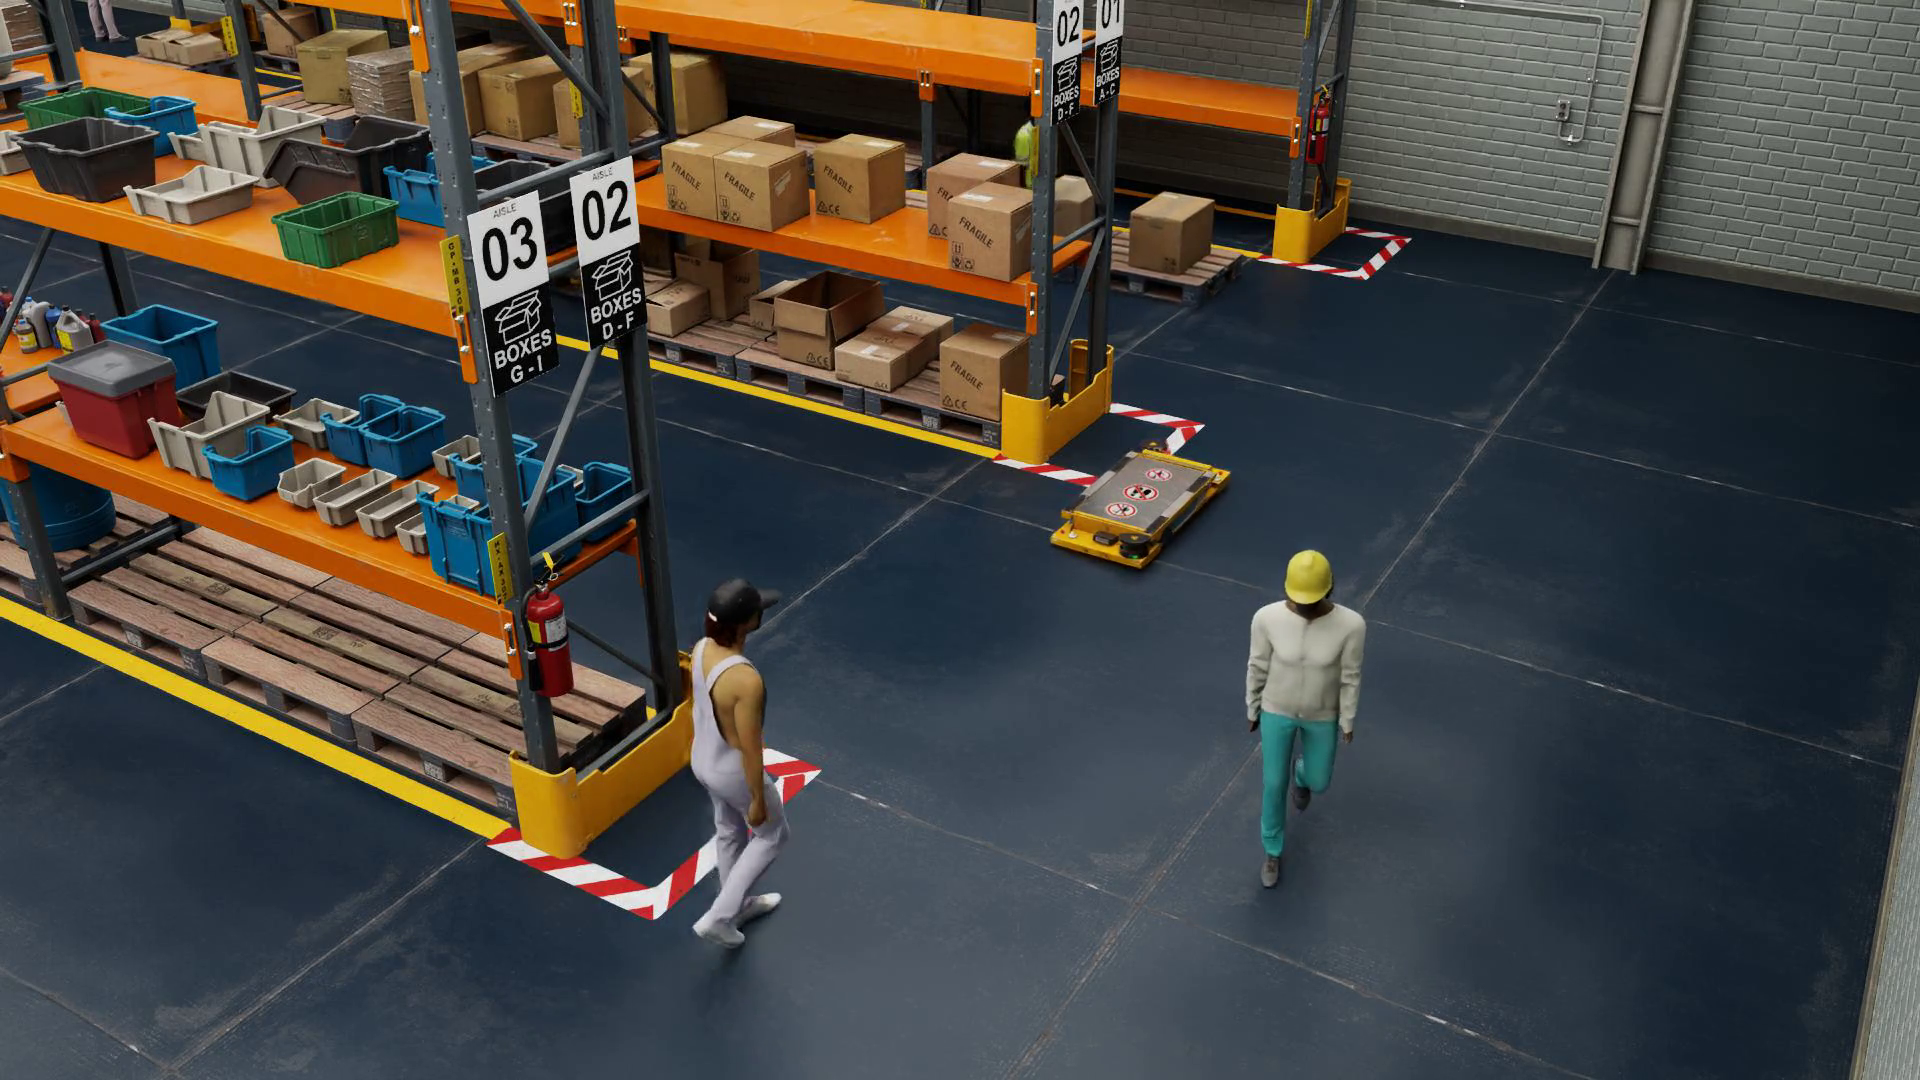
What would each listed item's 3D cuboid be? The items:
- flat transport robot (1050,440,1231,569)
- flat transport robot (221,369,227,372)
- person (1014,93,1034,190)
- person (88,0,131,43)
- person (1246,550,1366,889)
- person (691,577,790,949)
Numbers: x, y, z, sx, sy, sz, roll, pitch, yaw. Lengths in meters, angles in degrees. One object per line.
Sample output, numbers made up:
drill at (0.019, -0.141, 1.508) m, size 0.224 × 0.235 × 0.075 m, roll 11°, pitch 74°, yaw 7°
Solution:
flat transport robot at (1.227, -0.254, 11.089) m, size 0.659 × 0.231 × 1.431 m, roll 16°, pitch 33°, yaw 27°
flat transport robot at (-6.307, -1.260, 12.894) m, size 1.431 × 0.231 × 0.659 m, roll 19°, pitch 34°, yaw 30°
person at (0.601, -3.228, 14.983) m, size 0.764 × 1.674 × 0.538 m, roll 18°, pitch 34°, yaw 29°
person at (-12.043, -7.857, 23.114) m, size 0.570 × 1.840 × 0.375 m, roll 11°, pitch 31°, yaw 20°
person at (1.586, 0.757, 7.757) m, size 0.519 × 1.742 × 0.601 m, roll 5°, pitch 30°, yaw 9°
person at (-0.968, 0.987, 7.238) m, size 0.509 × 1.849 × 0.506 m, roll -24°, pitch 37°, yaw -36°
